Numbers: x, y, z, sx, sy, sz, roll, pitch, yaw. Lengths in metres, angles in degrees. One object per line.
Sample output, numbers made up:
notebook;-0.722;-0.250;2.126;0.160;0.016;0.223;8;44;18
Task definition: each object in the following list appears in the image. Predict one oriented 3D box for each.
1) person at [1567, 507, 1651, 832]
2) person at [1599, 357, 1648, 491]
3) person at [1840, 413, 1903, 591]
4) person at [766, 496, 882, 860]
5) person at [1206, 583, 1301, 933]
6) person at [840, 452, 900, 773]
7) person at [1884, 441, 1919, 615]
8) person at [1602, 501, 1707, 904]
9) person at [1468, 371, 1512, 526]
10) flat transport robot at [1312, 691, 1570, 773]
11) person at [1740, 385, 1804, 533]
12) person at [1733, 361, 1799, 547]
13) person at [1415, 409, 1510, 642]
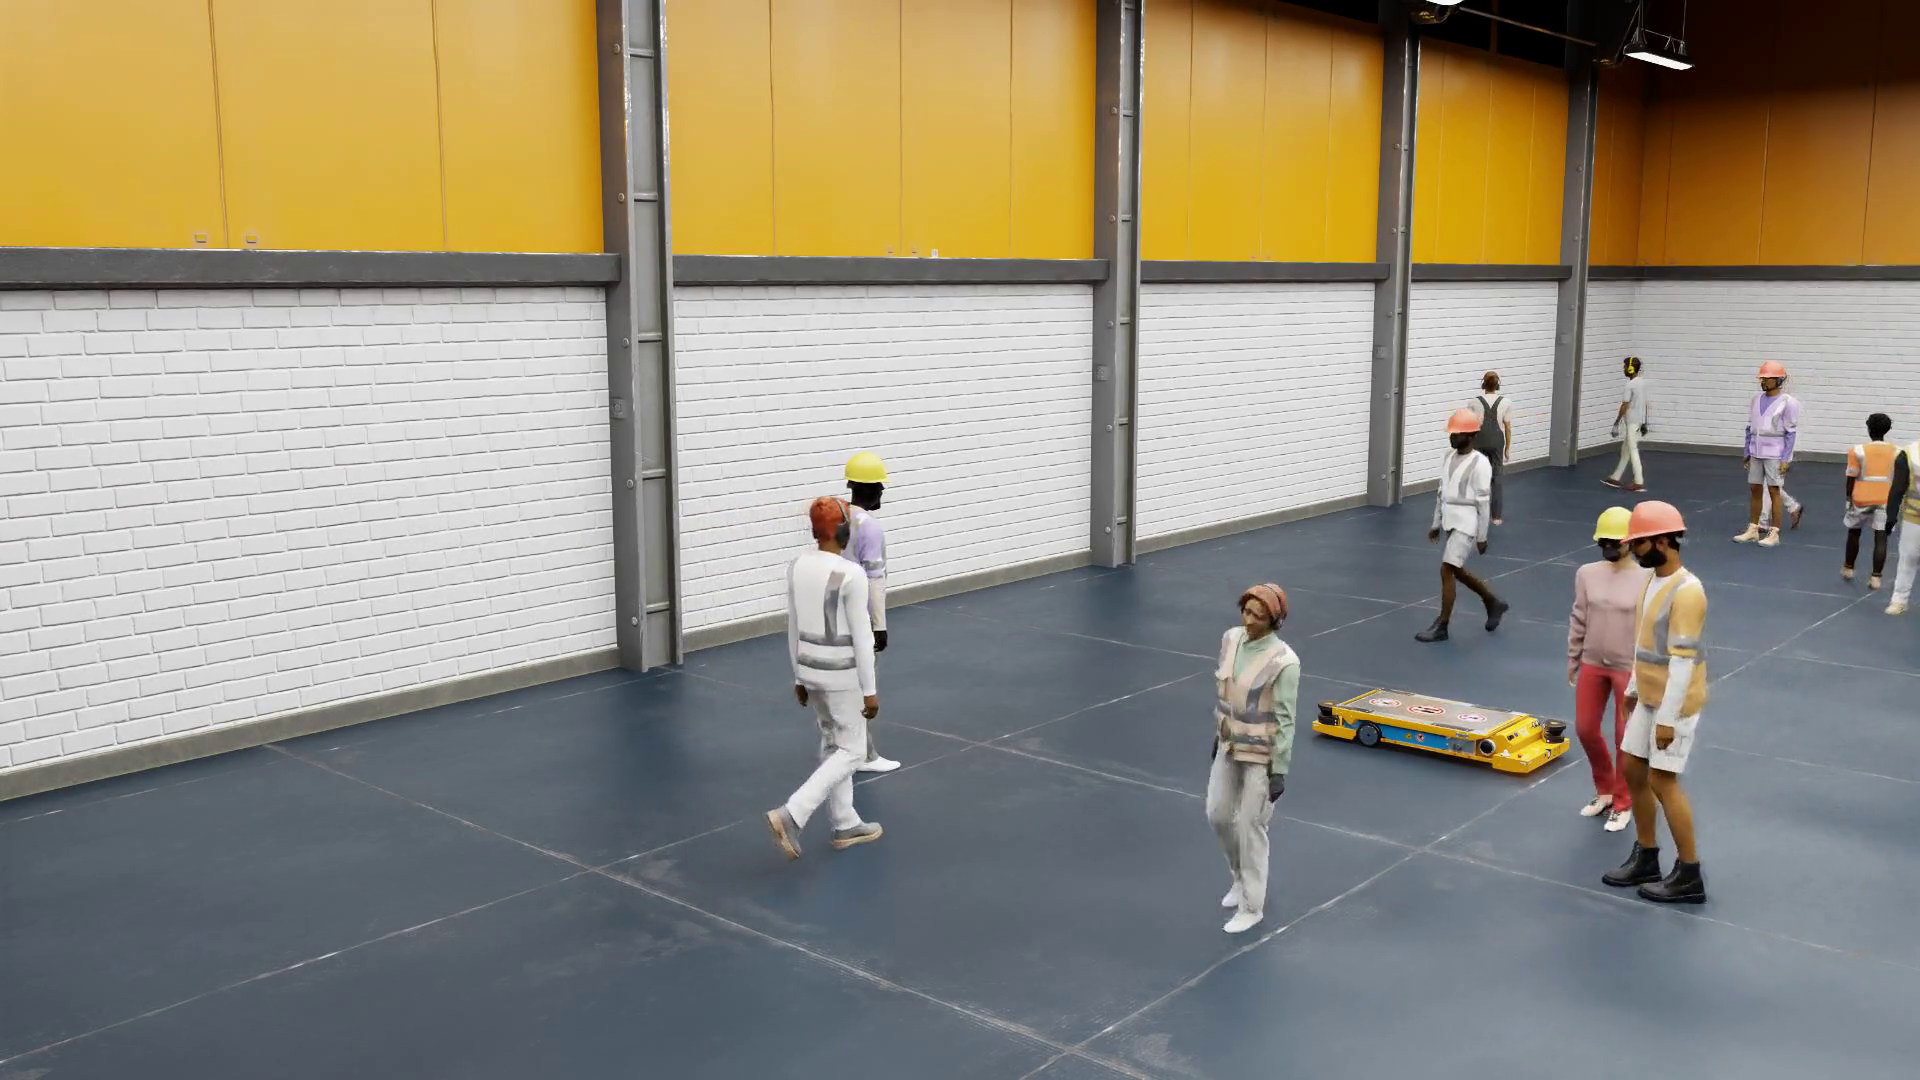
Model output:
person;3.528;0.693;8.958;0.431;1.763;0.527;-8;12;-42
person;9.199;-1.607;23.062;0.561;1.841;0.768;-8;12;-42
person;8.741;-0.382;15.937;0.538;1.671;0.783;3;10;20
person;-0.689;0.708;8.445;0.729;1.867;0.591;-8;12;-42
person;1.354;0.982;7.578;0.385;1.608;0.572;-5;10;-28
person;-0.585;0.430;10.012;0.381;1.924;0.593;-5;10;-29
person;8.345;-0.178;14.255;0.714;1.788;0.882;3;10;18
person;3.352;0.763;8.003;0.435;1.898;0.586;1;9;4
person;6.275;-1.082;19.766;0.506;1.846;0.345;2;9;11
flat transport robot;3.022;1.178;10.503;1.431;0.197;0.652;8;12;40
person;9.440;-1.004;19.203;0.747;1.877;0.687;0;9;-3
person;8.865;-0.946;18.286;0.378;2.045;0.605;-4;10;-23
person;4.151;-0.127;13.584;0.873;1.911;0.548;-2;9;-14
